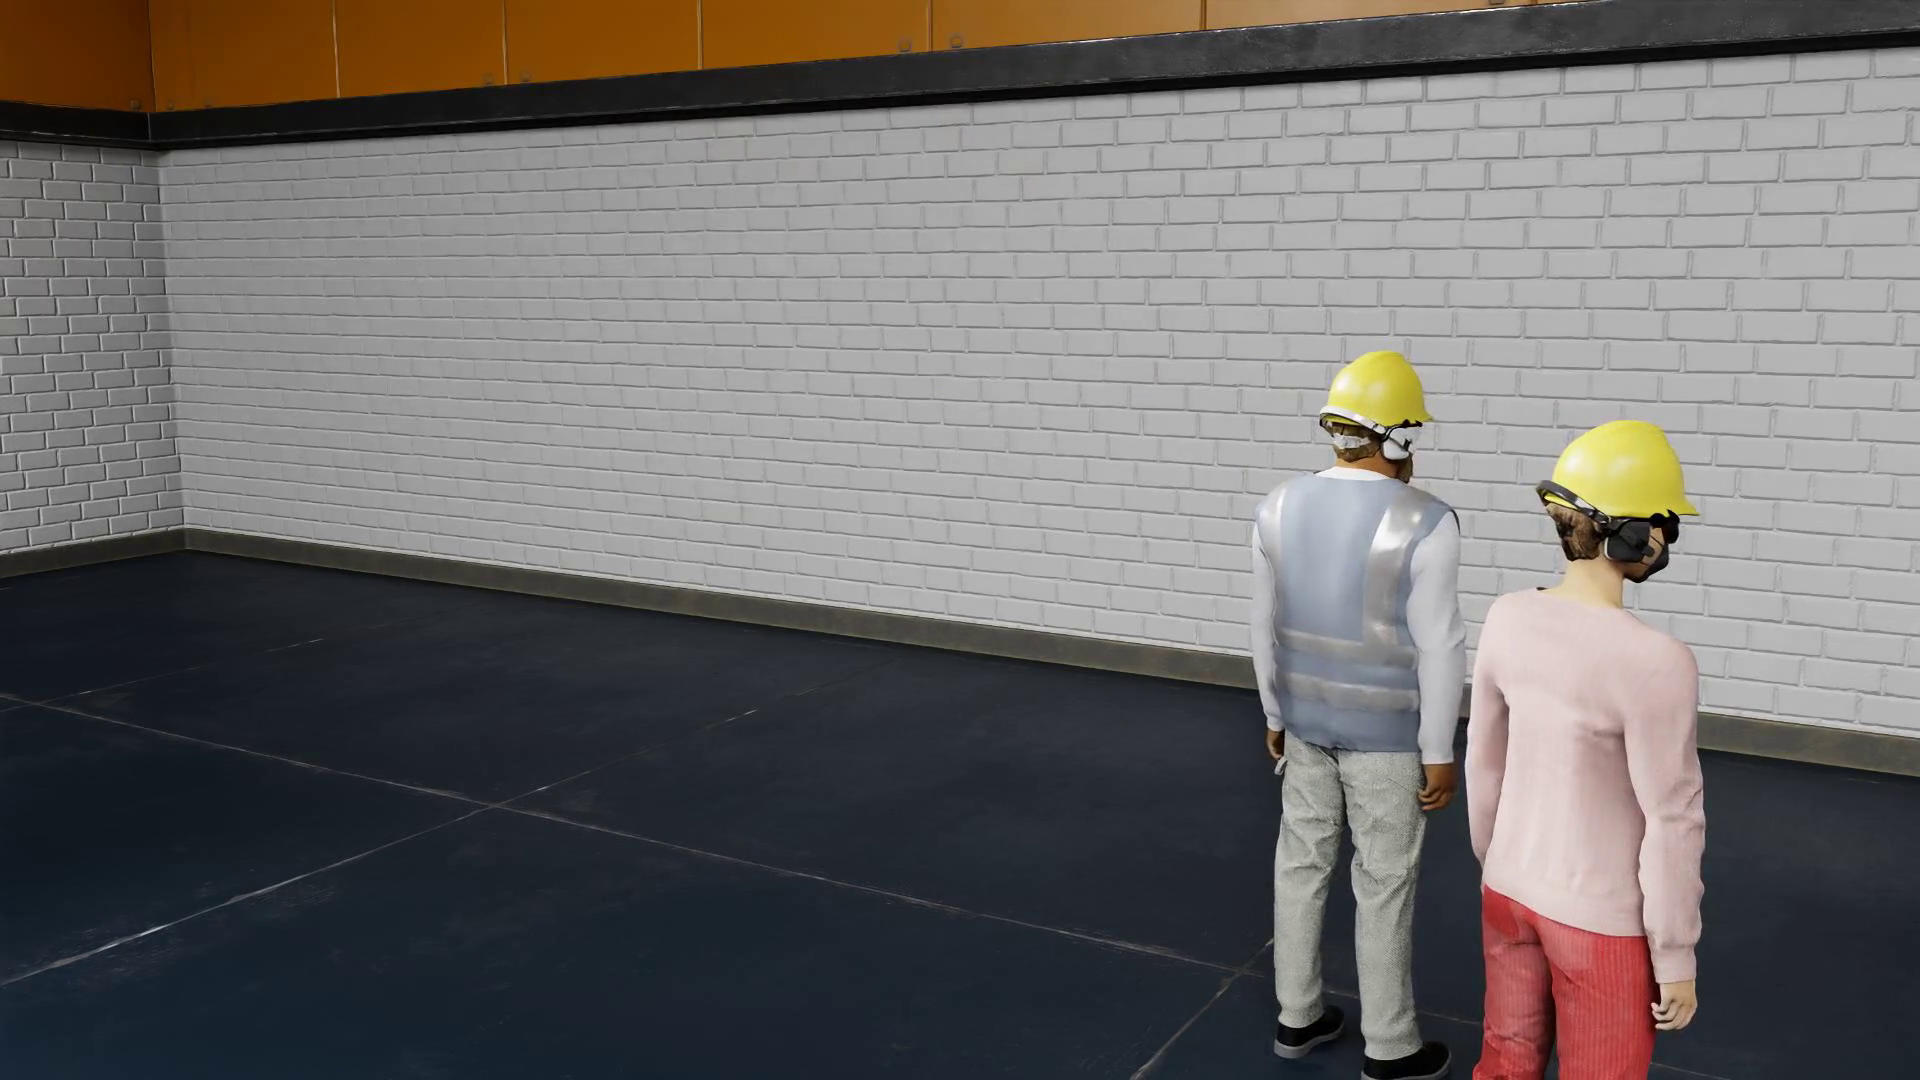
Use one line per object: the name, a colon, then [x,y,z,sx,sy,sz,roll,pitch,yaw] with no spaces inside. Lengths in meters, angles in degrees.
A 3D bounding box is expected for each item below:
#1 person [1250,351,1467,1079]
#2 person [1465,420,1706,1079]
person: [1.003,0.447,4.177,0.404,1.833,0.591,-8,12,-40]
person: [1.138,0.665,3.025,0.315,1.767,0.535,-3,10,-21]
